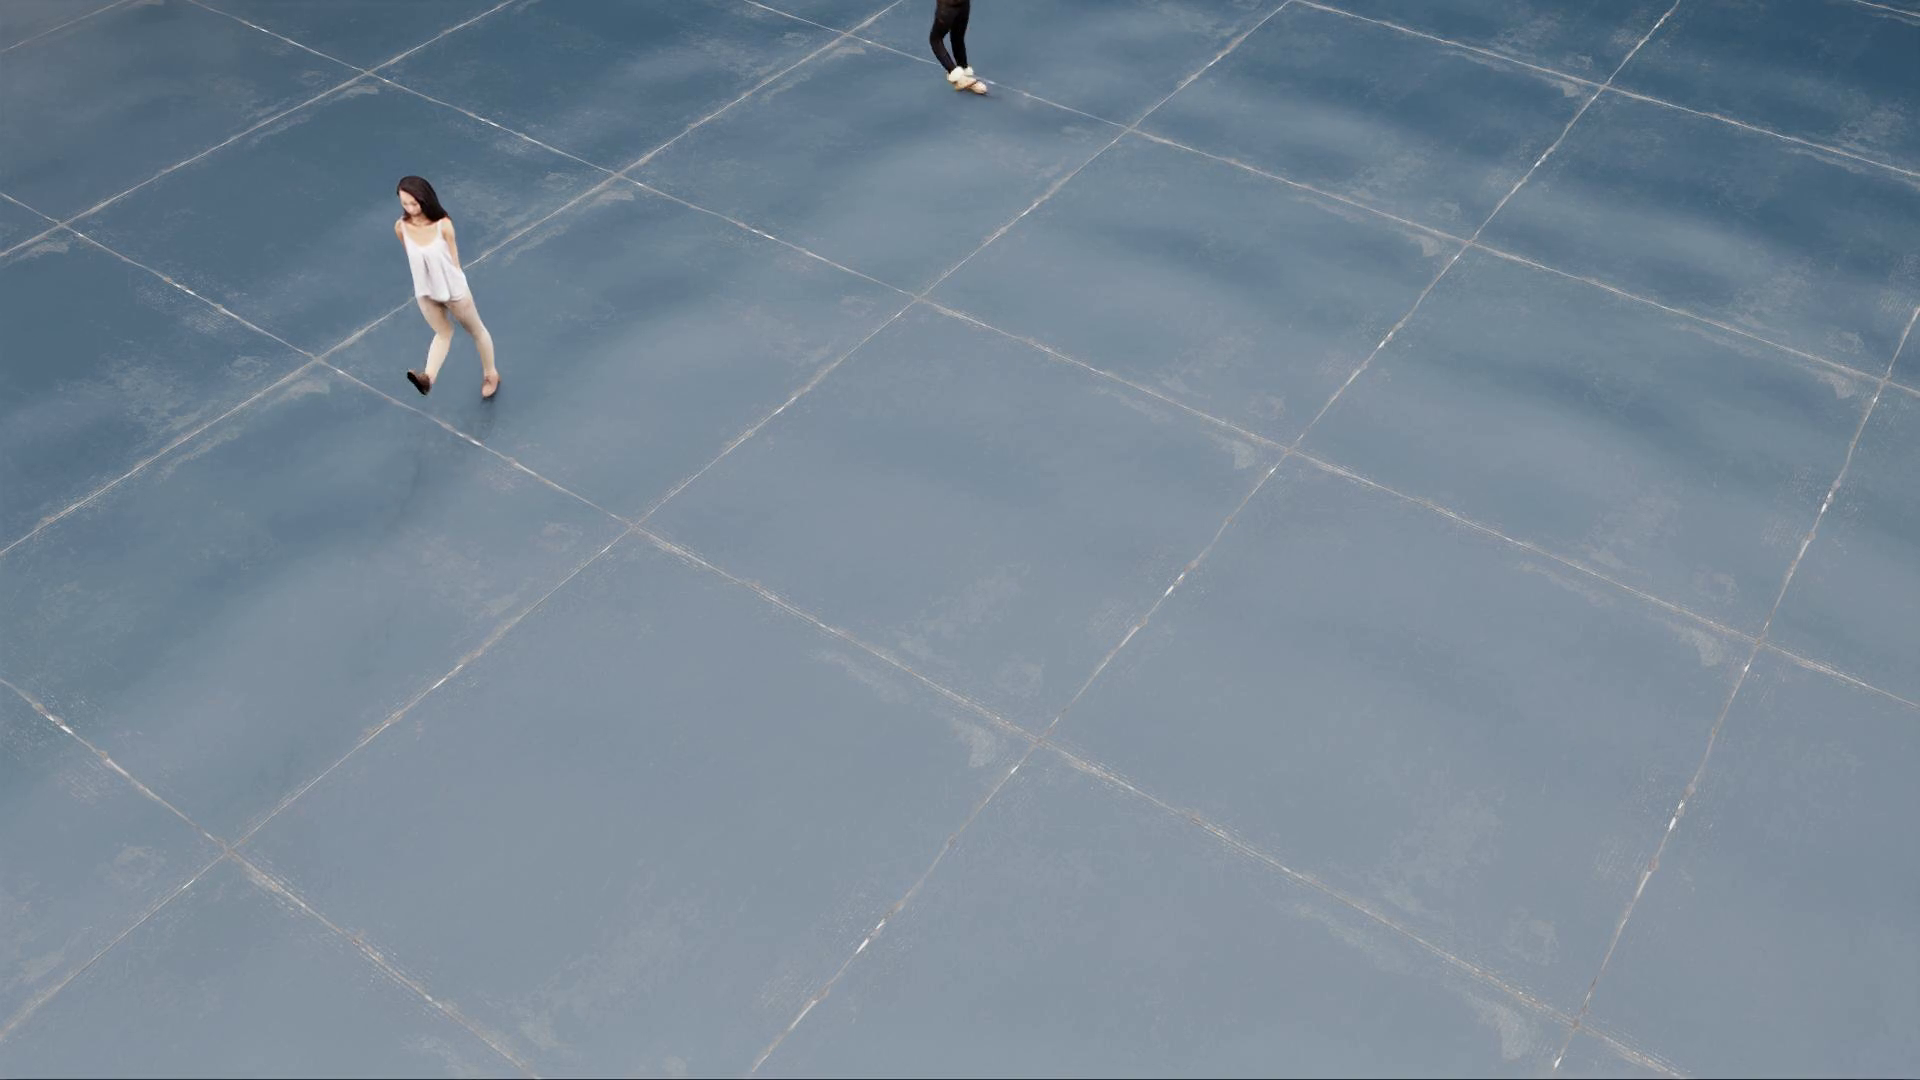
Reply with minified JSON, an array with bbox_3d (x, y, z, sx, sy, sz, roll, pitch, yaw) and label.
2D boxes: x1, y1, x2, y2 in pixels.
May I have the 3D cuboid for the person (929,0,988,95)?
[{"bbox_3d":[0.035,-4.398,13.712,0.590,1.659,0.723,26,49,25],"label":"person"}]

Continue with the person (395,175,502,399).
[{"bbox_3d":[-3.334,-1.542,10.662,0.829,1.647,0.837,-30,51,-28],"label":"person"}]
